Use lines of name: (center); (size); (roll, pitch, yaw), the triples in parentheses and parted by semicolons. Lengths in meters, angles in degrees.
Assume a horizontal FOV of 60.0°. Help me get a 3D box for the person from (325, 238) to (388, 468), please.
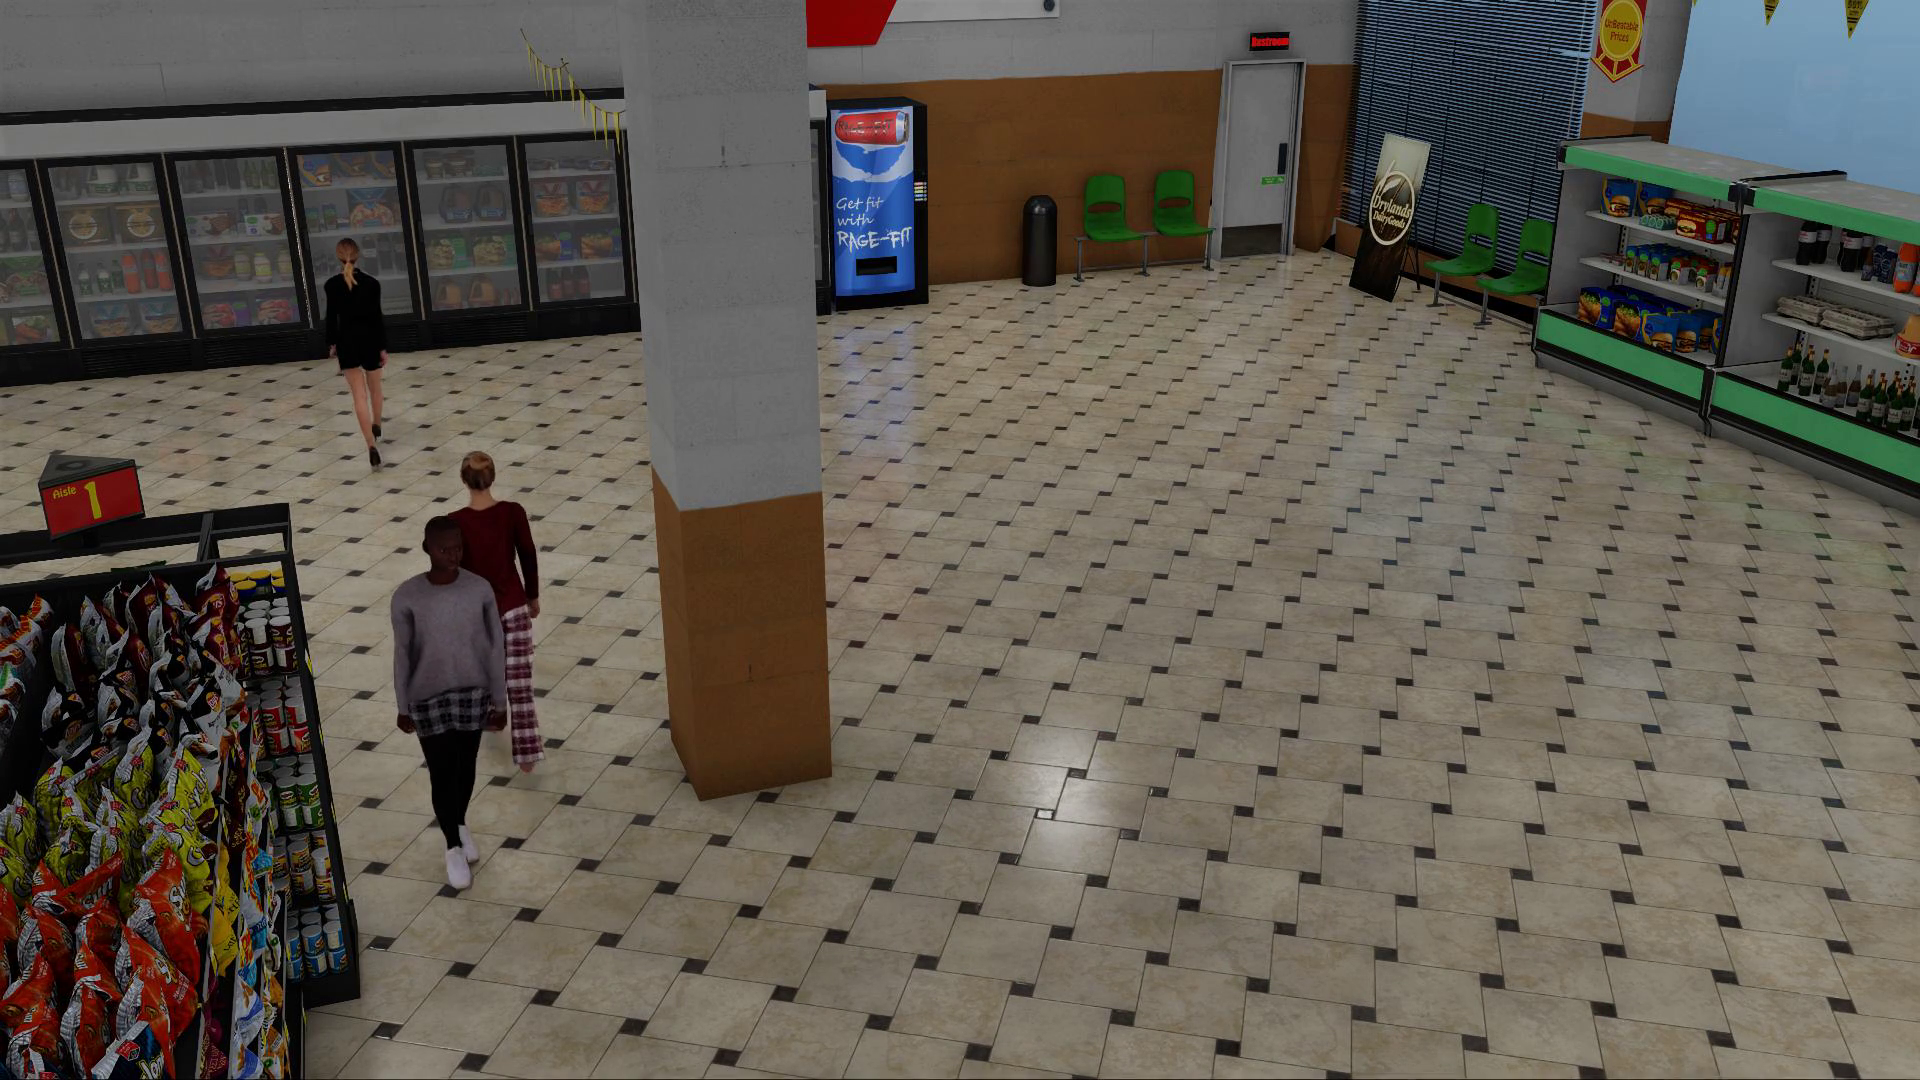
person: (-4.604, -1.395, 12.756); (0.633, 1.719, 1.113); (-9, 24, -21)

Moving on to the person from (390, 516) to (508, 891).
person: (-2.343, 0.687, 7.538); (0.725, 1.746, 0.800); (-13, 26, -30)

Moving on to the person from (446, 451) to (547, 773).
person: (-2.328, 0.392, 8.397); (0.712, 1.654, 1.106); (-10, 24, -24)
